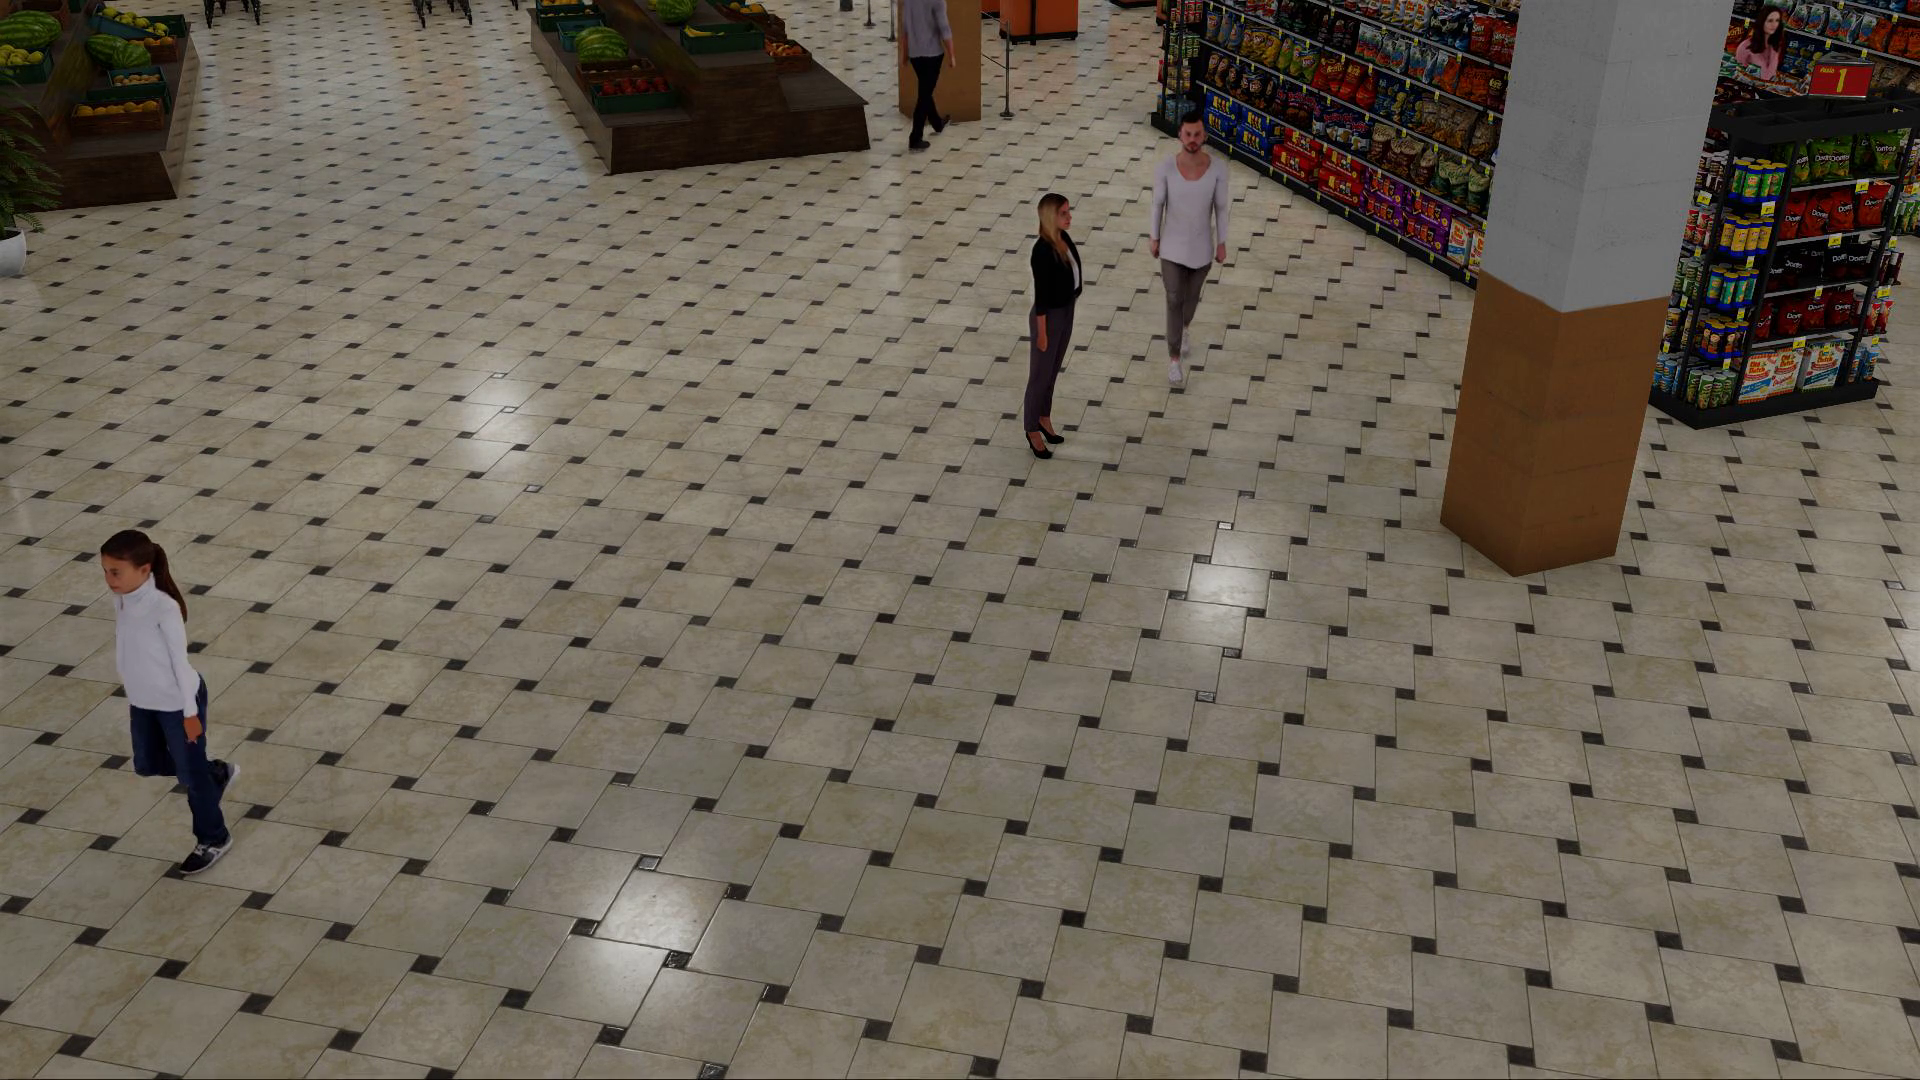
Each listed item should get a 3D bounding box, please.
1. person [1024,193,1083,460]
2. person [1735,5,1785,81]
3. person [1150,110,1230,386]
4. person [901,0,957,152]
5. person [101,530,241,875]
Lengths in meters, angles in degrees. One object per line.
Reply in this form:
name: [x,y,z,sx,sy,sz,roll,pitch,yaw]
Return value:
person: [0.553,-1.331,10.289,0.743,1.670,0.682,12,31,21]
person: [6.914,-3.783,14.641,0.619,1.803,0.523,-8,30,-15]
person: [1.569,-2.053,11.472,0.951,1.803,1.223,1,29,2]
person: [-0.399,-4.751,16.413,1.143,1.805,1.080,20,35,33]
person: [-3.190,0.620,6.843,0.738,1.548,0.806,11,30,19]
